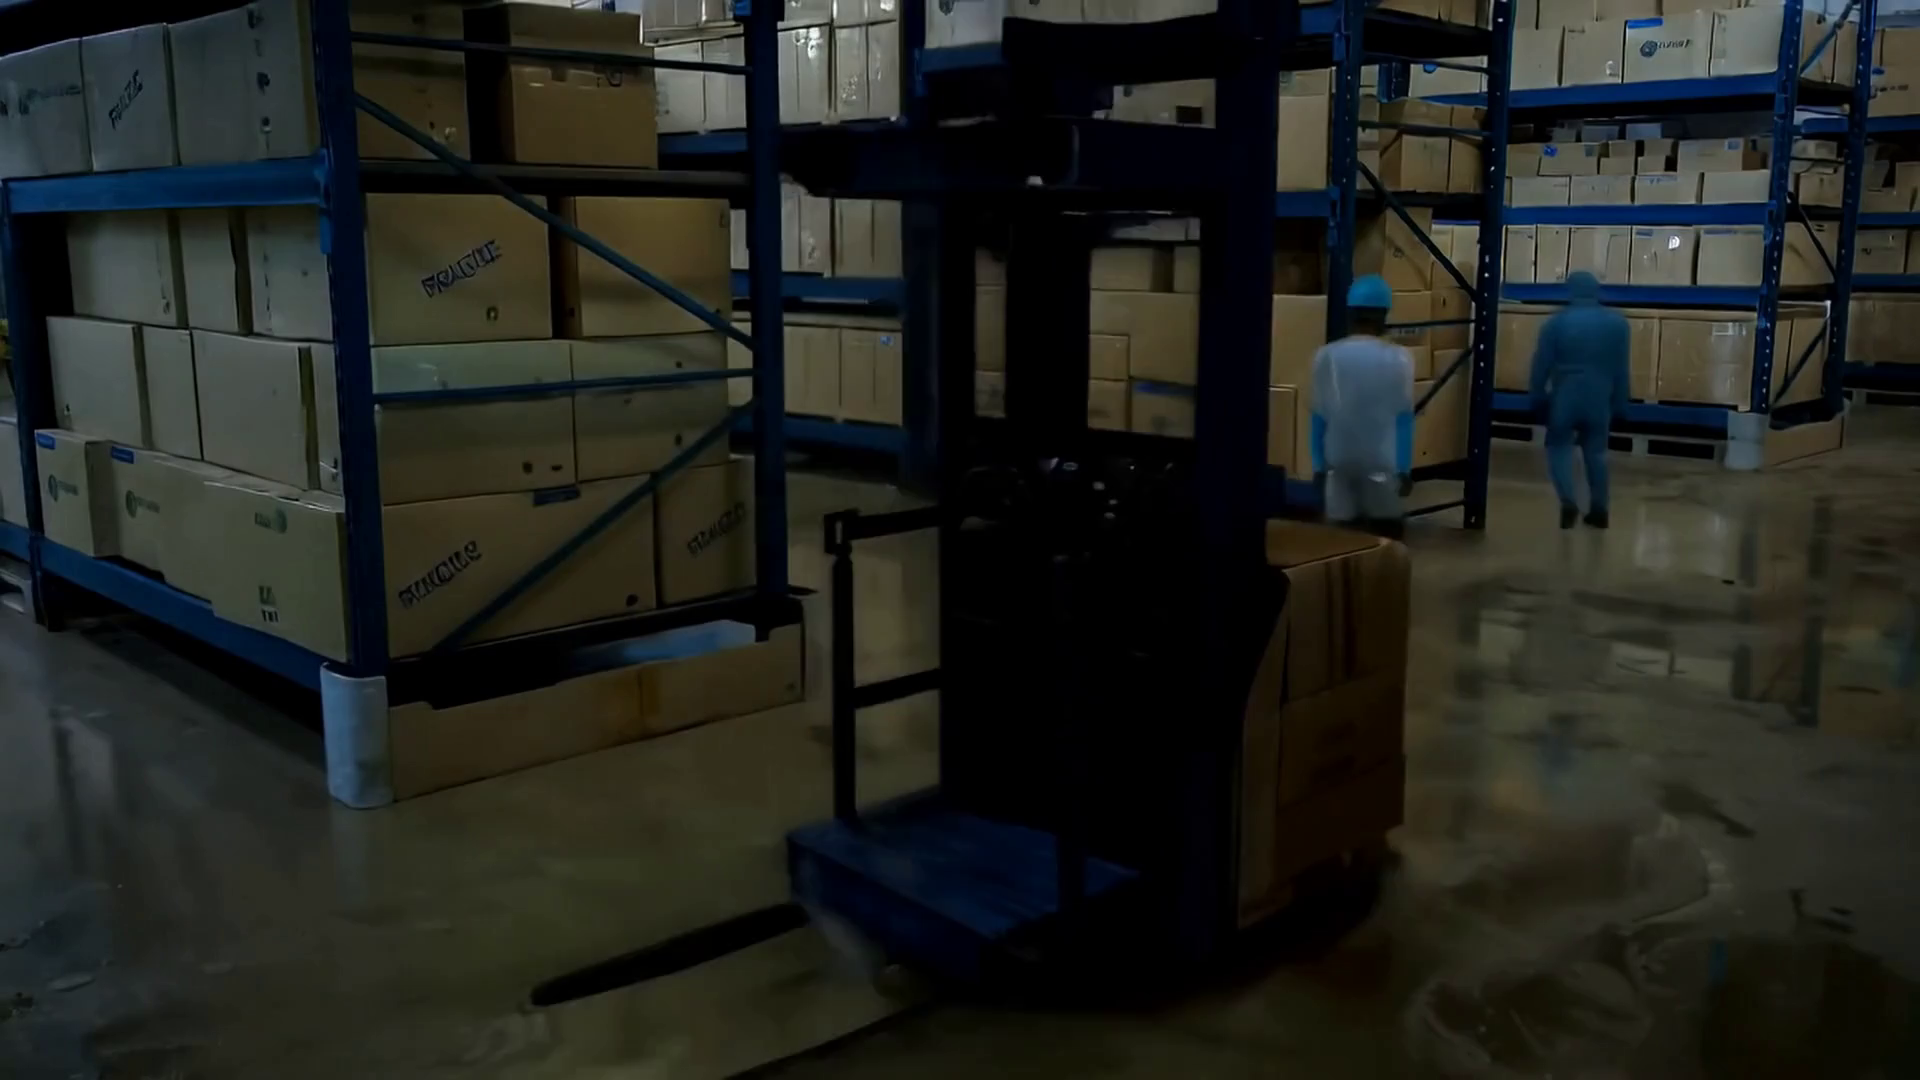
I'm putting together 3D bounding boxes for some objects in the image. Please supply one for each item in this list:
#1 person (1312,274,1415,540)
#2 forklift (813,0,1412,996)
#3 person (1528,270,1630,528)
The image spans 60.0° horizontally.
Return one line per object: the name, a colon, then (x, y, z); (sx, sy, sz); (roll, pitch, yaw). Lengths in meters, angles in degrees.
person: (2.161, -0.443, 8.869); (0.569, 1.924, 0.496); (6, 12, 31)
forklift: (0.580, -0.280, 5.381); (1.873, 2.768, 1.129); (-10, 14, -44)
person: (4.497, -1.009, 12.077); (0.659, 1.880, 0.551); (0, 10, 0)
